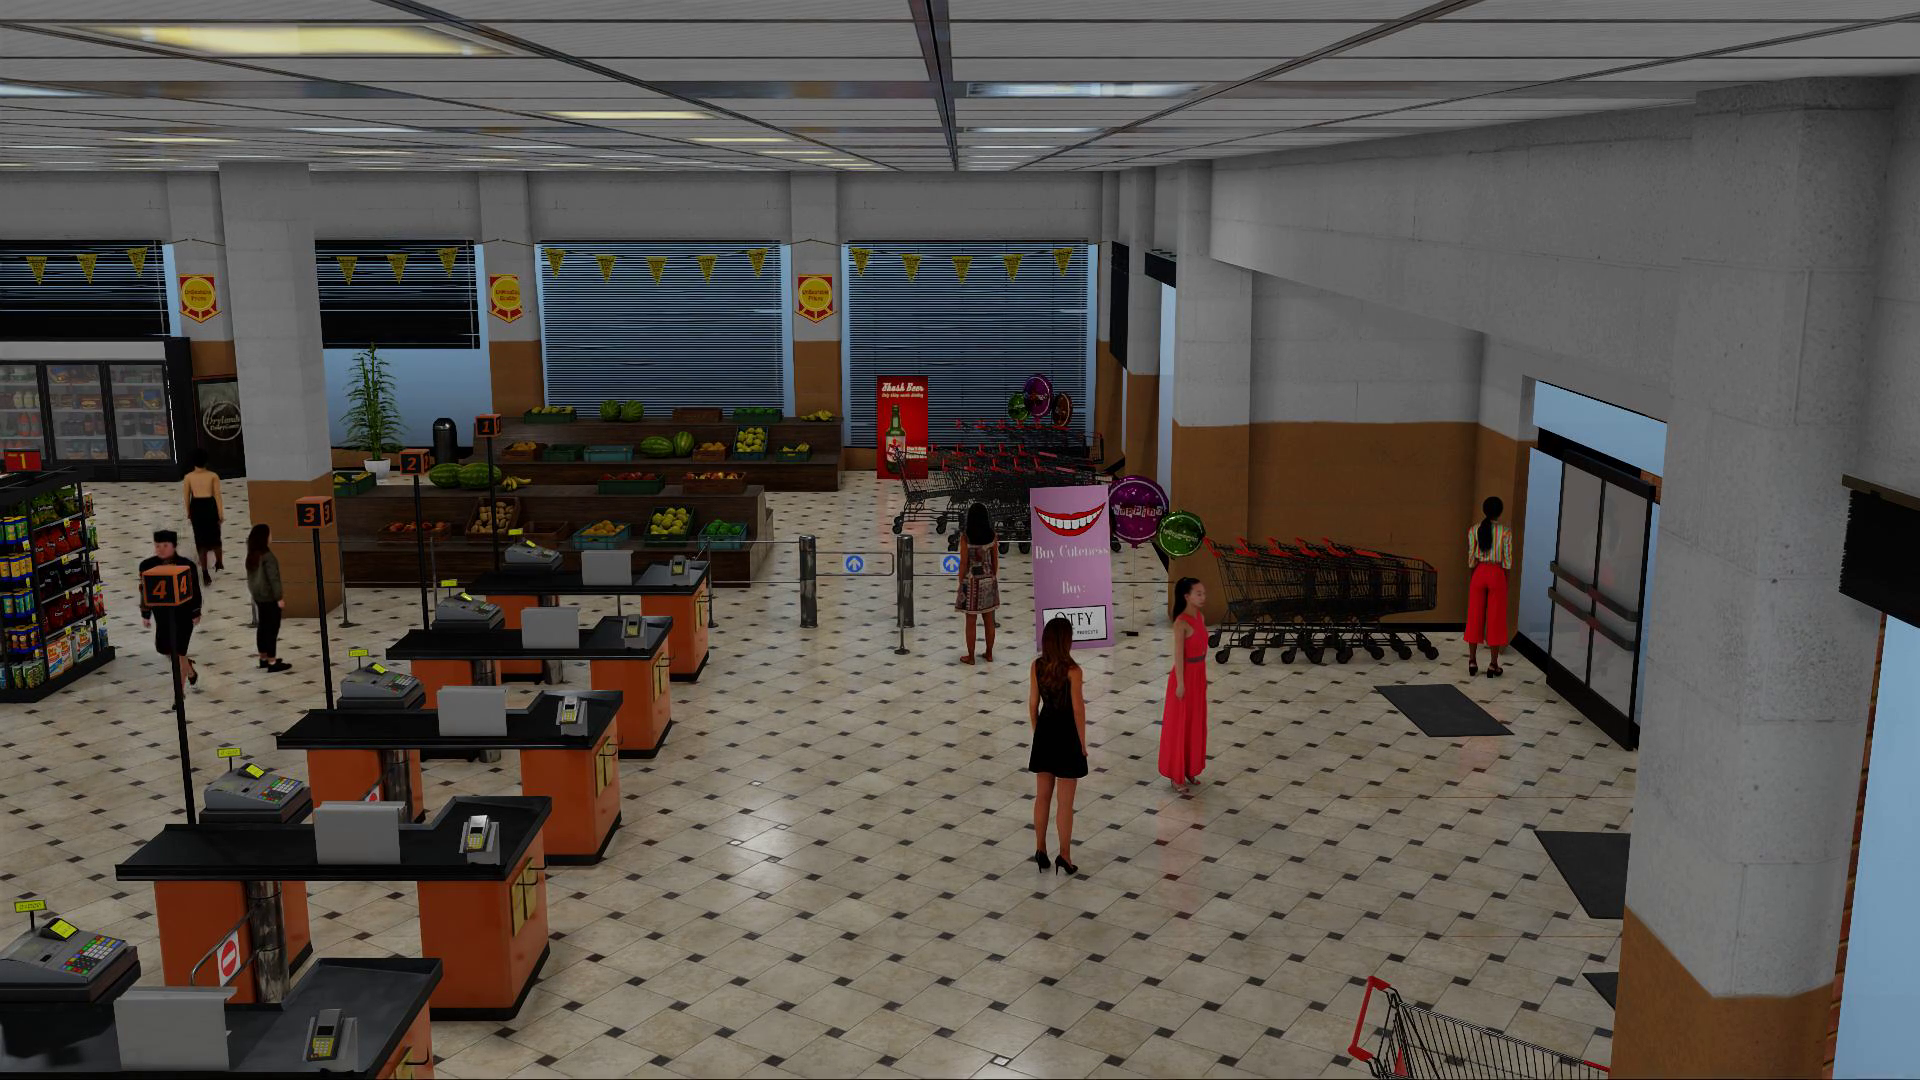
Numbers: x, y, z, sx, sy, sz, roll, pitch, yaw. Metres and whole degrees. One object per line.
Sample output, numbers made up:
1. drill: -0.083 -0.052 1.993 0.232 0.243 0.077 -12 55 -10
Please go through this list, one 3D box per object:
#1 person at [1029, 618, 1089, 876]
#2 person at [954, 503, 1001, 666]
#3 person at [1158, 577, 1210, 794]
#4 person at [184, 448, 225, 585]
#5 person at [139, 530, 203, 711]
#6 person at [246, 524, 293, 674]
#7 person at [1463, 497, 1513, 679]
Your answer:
1. person: 0.669 1.429 11.536 0.630 1.834 0.727 8 14 32
2. person: 0.183 0.429 16.744 0.640 1.645 0.784 -6 13 -27
3. person: 1.811 1.135 13.194 0.749 1.726 0.715 8 15 35
4. person: -9.128 -0.258 20.052 0.964 1.626 0.808 -3 12 -15
5. person: -7.248 0.714 15.381 0.935 1.649 0.753 0 12 -2
6. person: -6.890 0.564 16.513 0.657 1.476 0.722 11 16 43
7. person: 5.171 0.452 16.272 0.631 1.793 0.736 7 14 30
